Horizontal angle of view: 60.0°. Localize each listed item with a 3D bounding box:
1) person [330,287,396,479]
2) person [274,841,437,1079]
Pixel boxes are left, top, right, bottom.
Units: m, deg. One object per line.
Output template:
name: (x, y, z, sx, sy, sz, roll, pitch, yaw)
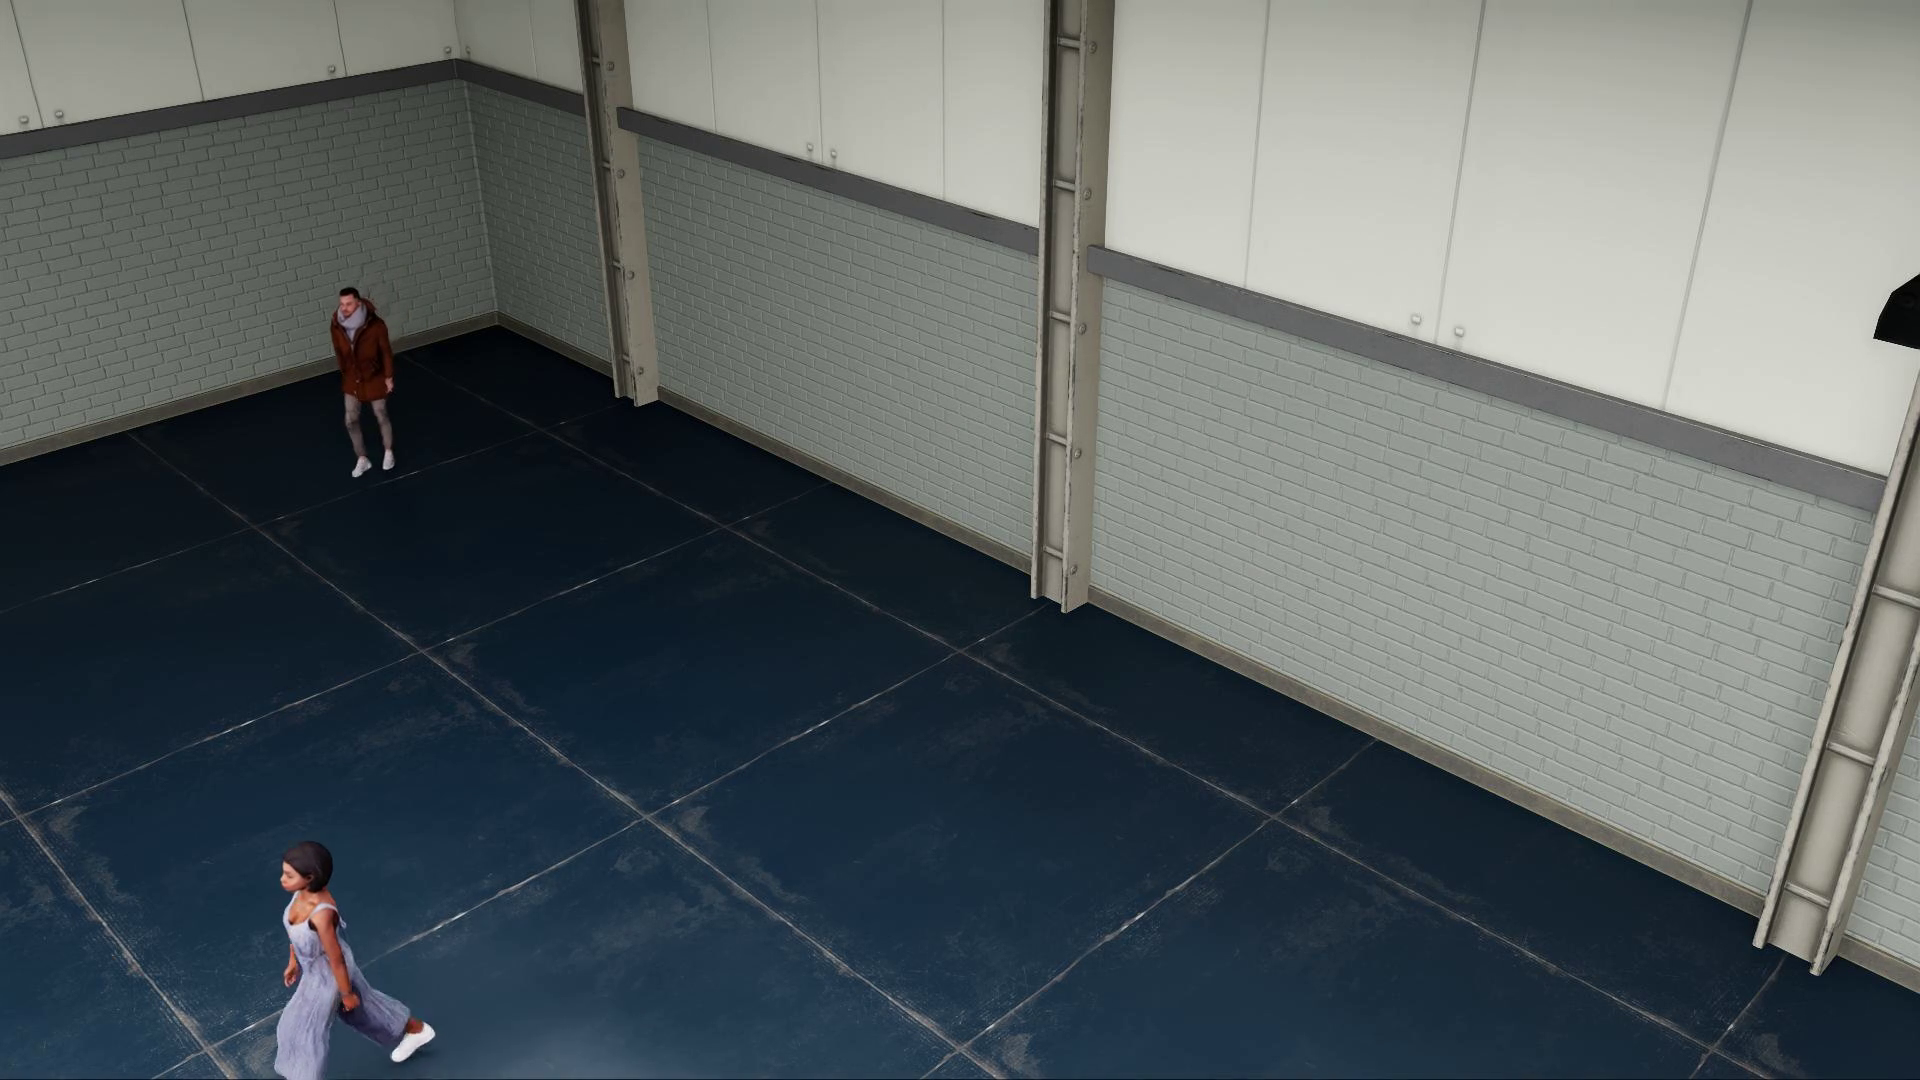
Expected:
person: (-5.581, -1.534, 15.699, 0.900, 1.820, 0.958, -2, 28, -4)
person: (-3.238, 2.254, 8.761, 0.836, 1.655, 1.132, -15, 32, -26)
